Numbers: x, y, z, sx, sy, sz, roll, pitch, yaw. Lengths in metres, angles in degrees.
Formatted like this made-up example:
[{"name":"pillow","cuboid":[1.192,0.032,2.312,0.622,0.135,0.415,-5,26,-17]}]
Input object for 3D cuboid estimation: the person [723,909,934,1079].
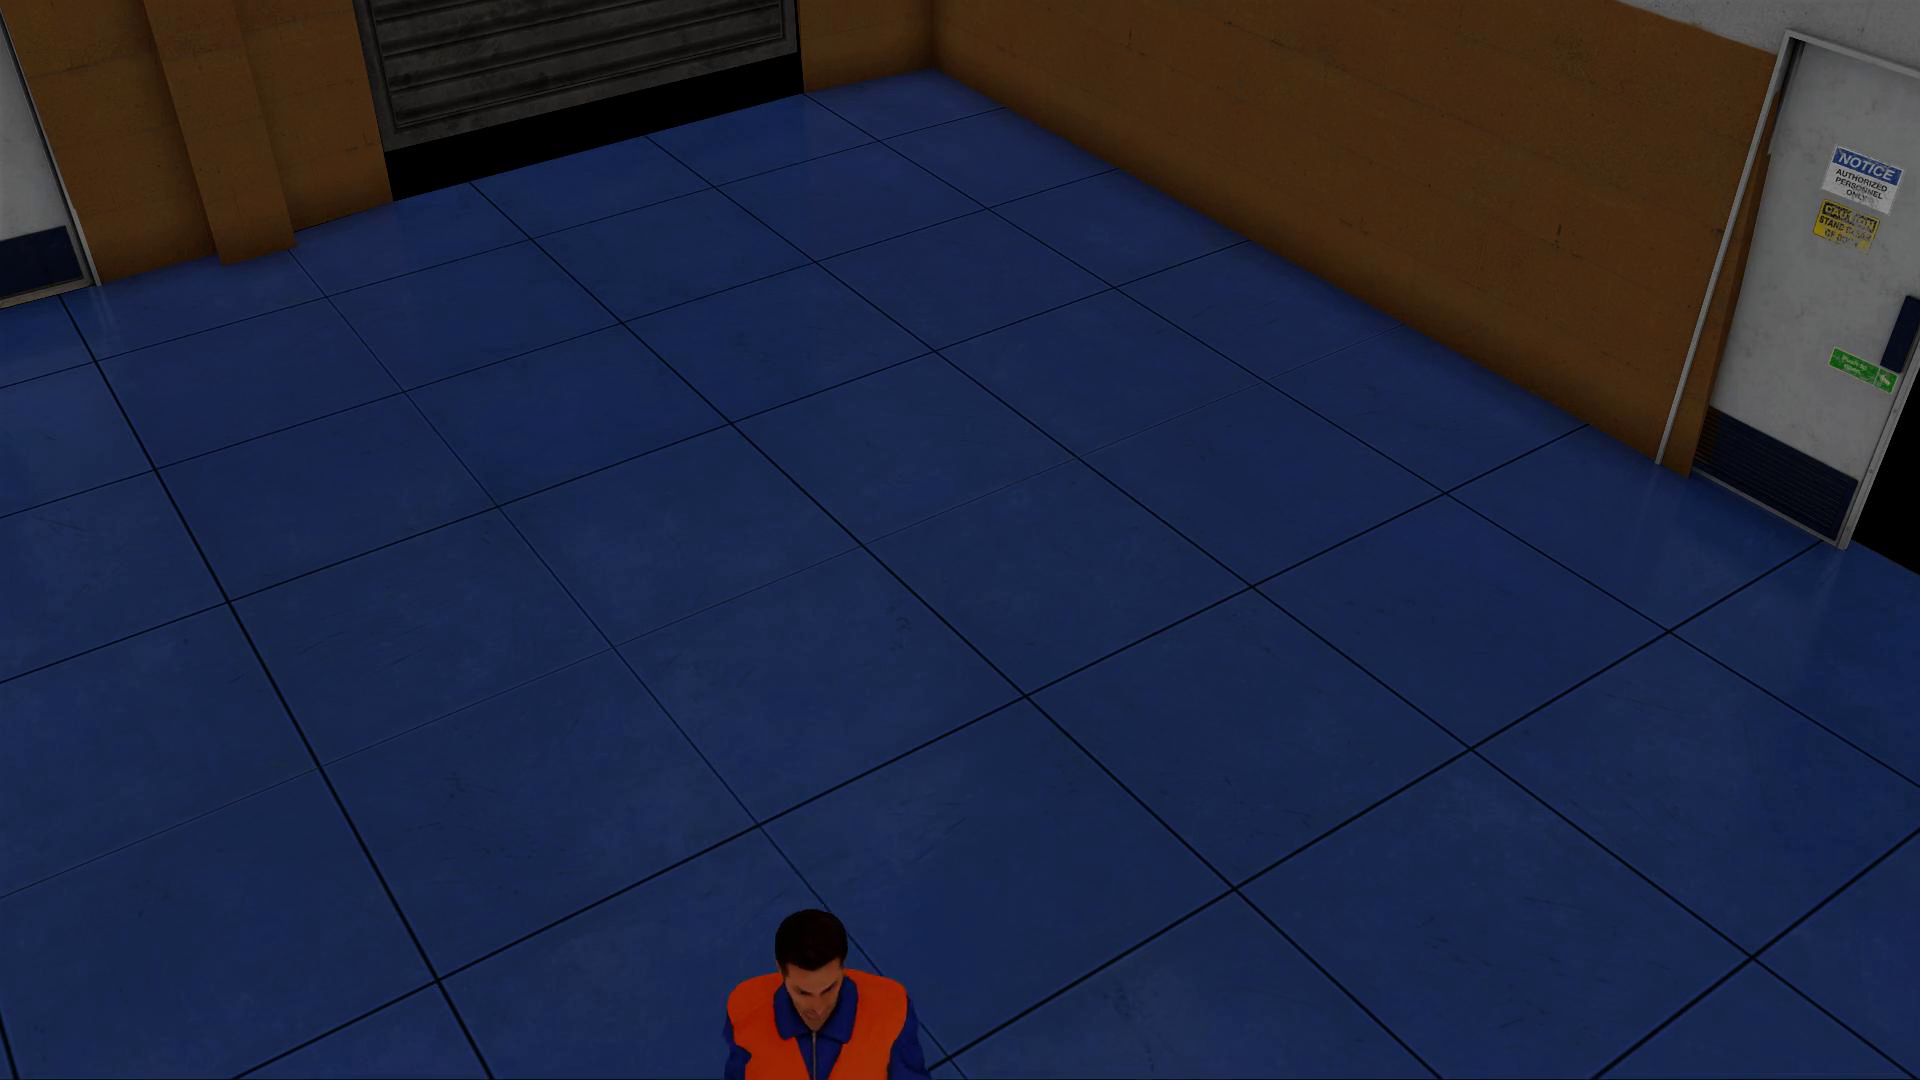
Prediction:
[{"name":"person","cuboid":[-0.375,1.560,4.541,1.085,1.834,1.038,-5,37,-7]}]
